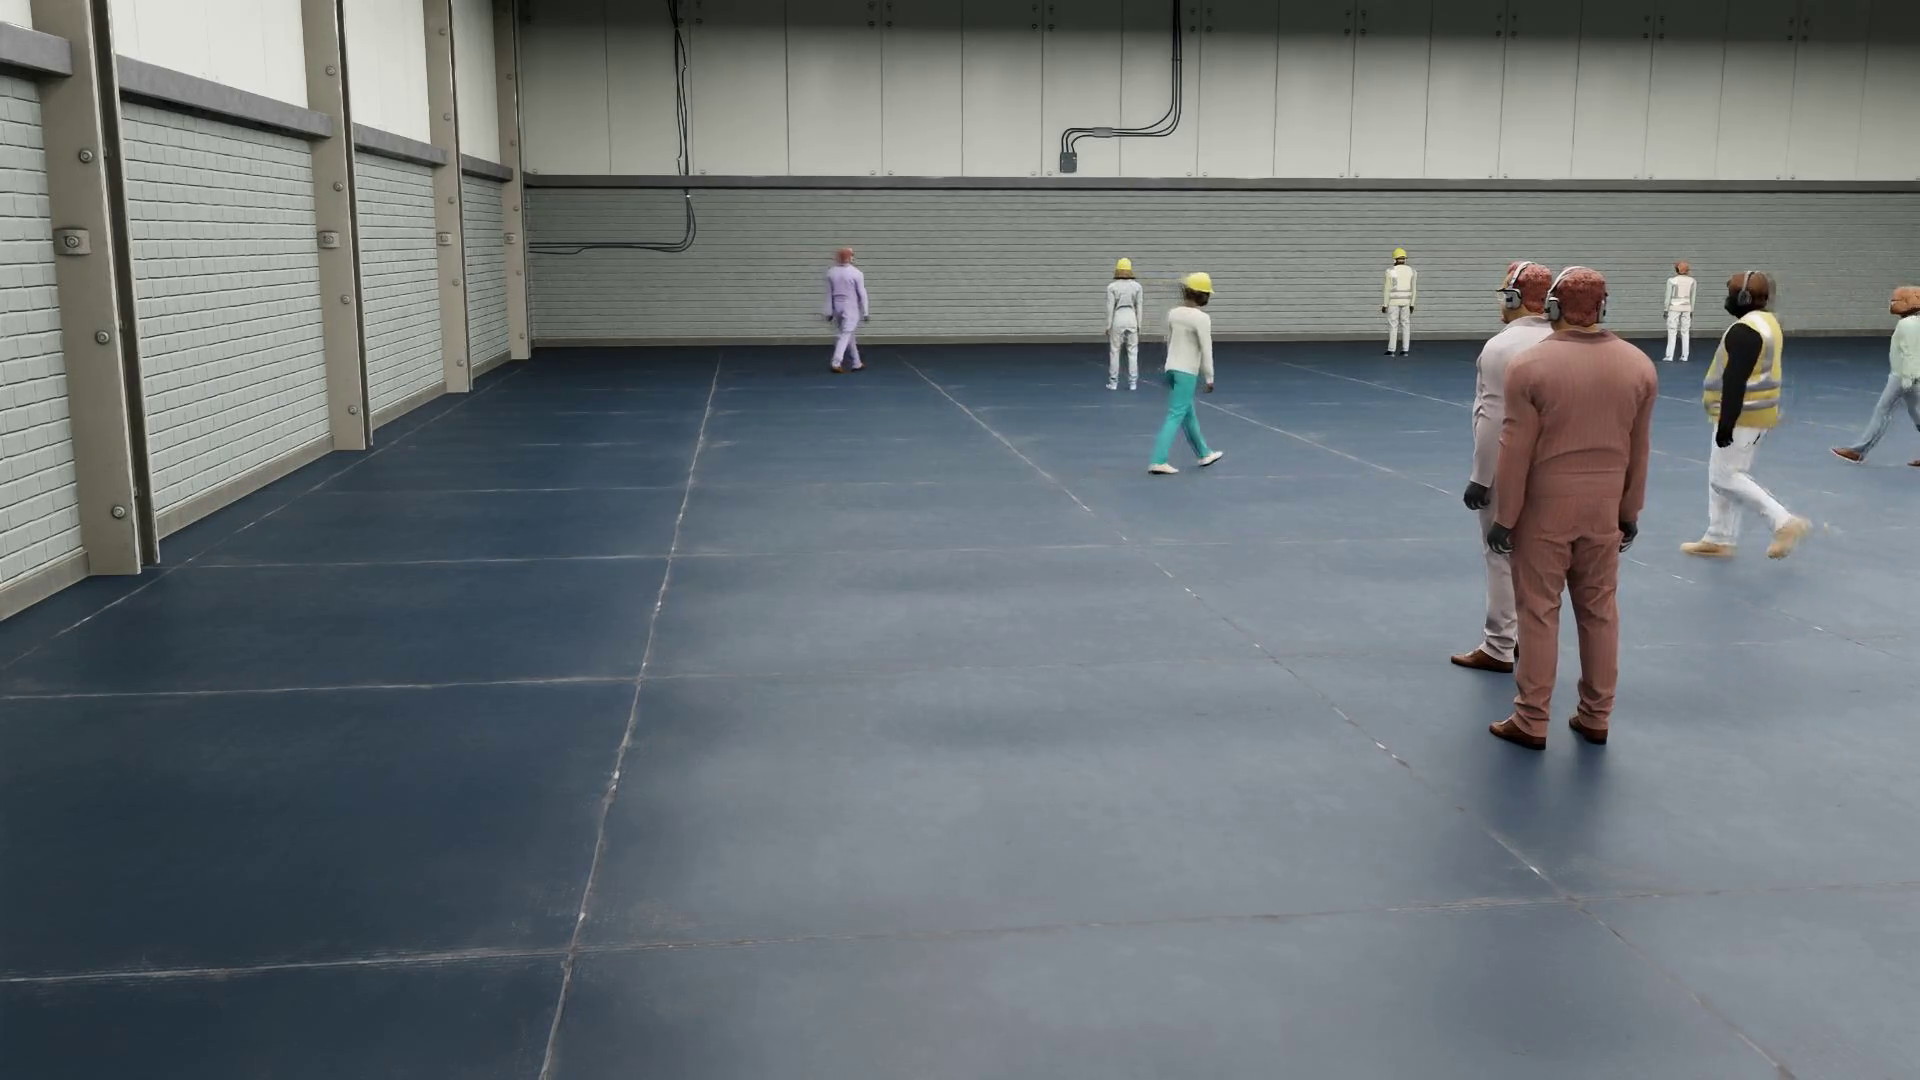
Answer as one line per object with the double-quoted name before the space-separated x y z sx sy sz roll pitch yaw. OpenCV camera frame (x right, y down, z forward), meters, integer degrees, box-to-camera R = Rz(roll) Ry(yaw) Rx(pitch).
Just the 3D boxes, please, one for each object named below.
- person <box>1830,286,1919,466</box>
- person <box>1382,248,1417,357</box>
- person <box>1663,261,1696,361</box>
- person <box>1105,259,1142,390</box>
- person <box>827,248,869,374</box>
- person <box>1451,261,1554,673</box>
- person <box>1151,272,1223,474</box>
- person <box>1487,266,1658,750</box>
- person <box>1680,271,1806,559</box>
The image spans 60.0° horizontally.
"person" 8.274 -1.439 14.706 0.876 1.583 0.532 7 13 35
"person" 7.428 -4.022 28.199 0.600 1.827 0.403 -3 11 -15
"person" 11.708 -3.715 27.072 0.509 1.629 0.314 -1 10 -7
"person" 2.166 -2.863 22.155 0.510 1.724 0.538 -2 11 -11
"person" -1.681 -3.415 24.799 0.658 1.865 0.976 8 13 36
"person" 2.591 -0.335 7.778 0.643 1.909 0.410 -8 13 -36
"person" 1.982 -1.430 14.304 0.878 1.710 0.533 -6 12 -28
"person" 2.394 -0.121 6.606 0.651 1.906 0.403 -2 11 -12
"person" 4.894 -0.753 10.307 0.635 1.817 0.629 7 12 34
